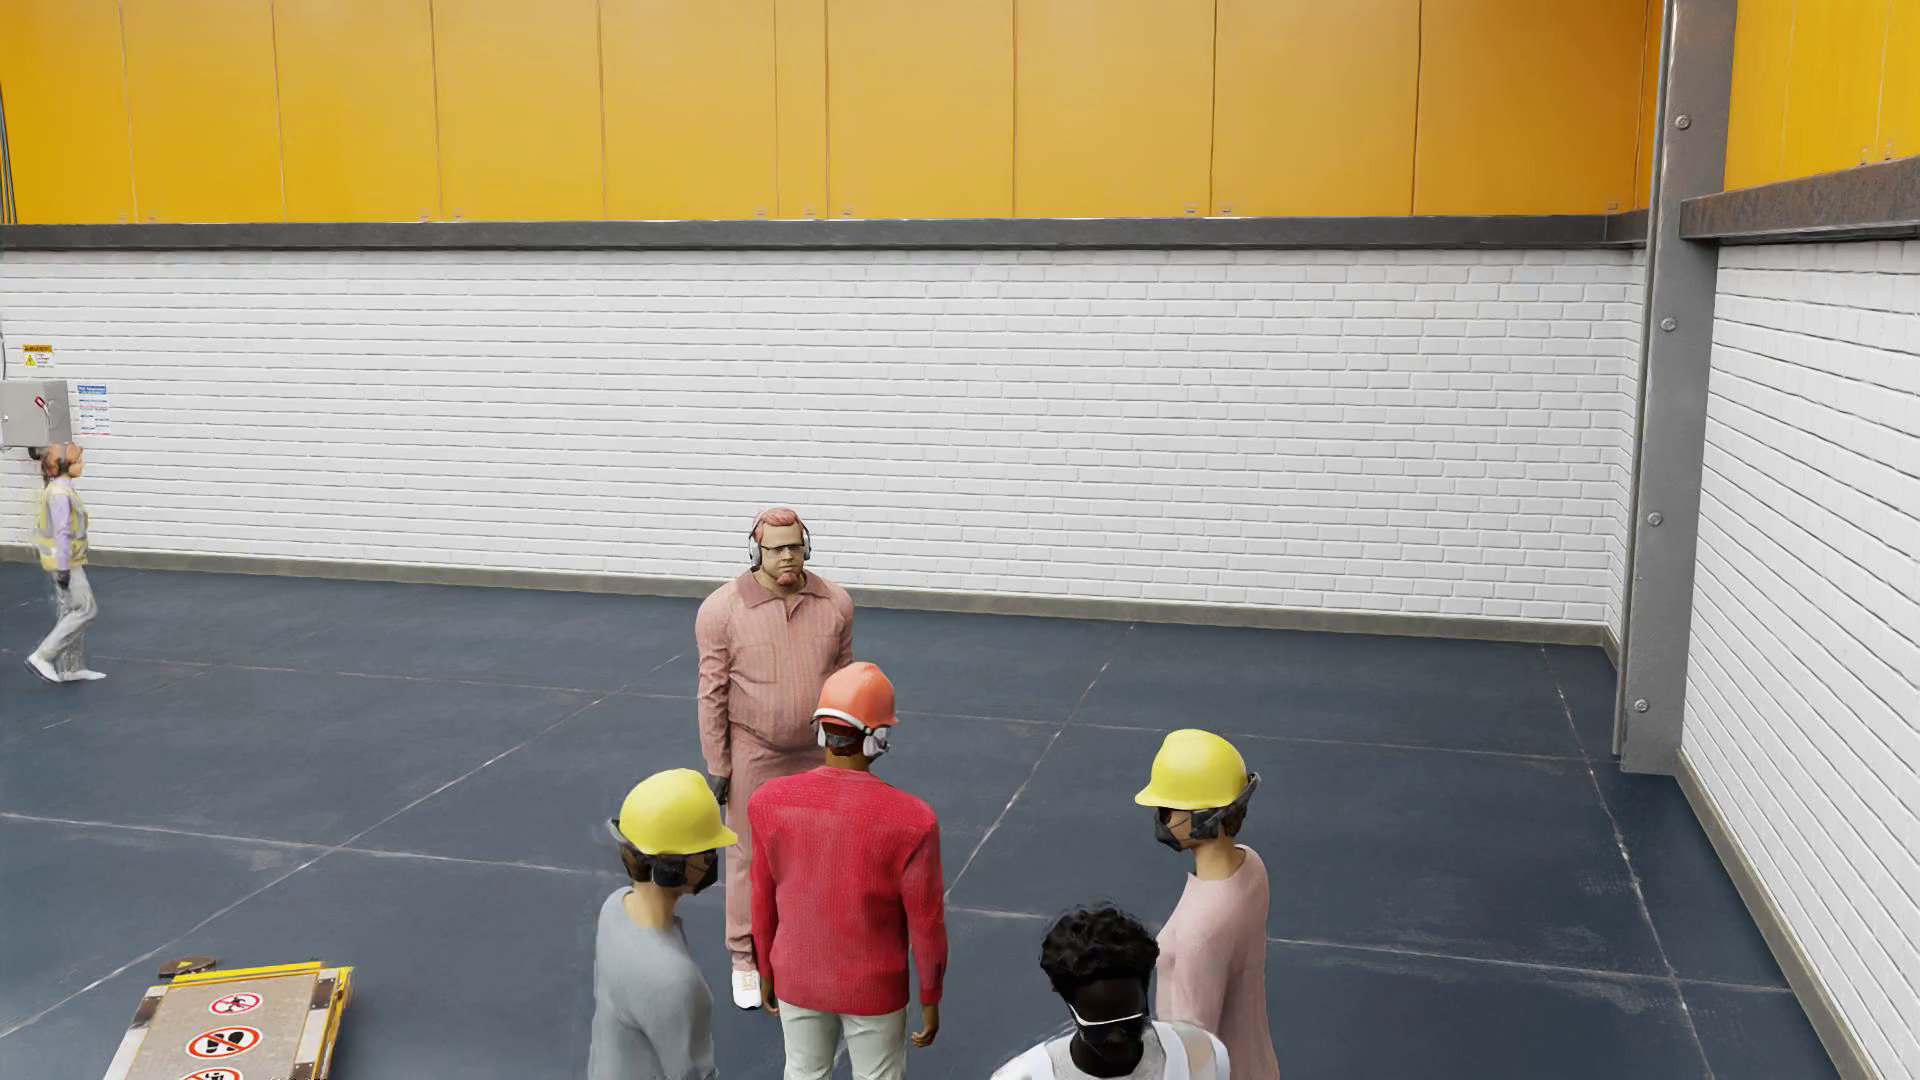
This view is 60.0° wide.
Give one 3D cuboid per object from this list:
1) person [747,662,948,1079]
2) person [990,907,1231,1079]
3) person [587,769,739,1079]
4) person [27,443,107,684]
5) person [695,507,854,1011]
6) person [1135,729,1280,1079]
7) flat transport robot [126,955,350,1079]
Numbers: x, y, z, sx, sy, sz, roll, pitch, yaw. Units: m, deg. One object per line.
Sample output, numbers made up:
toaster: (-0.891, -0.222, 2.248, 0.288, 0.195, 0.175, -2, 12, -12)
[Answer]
person: (-0.302, 1.196, 4.623, 0.573, 1.738, 0.352, 3, 10, 16)
person: (0.261, 1.462, 3.229, 0.548, 1.662, 0.557, -2, 10, -12)
person: (-0.638, 1.352, 3.759, 0.909, 1.716, 0.543, -3, 10, -20)
person: (-5.923, 0.169, 11.003, 0.392, 1.628, 0.528, -5, 11, -29)
person: (-0.673, 0.817, 6.356, 0.643, 1.908, 0.408, -5, 11, -27)
person: (0.572, 1.304, 3.932, 0.339, 1.761, 0.528, 4, 10, 23)
flat transport robot: (-2.485, 1.755, 5.639, 0.652, 0.197, 1.431, -3, 10, -15)
